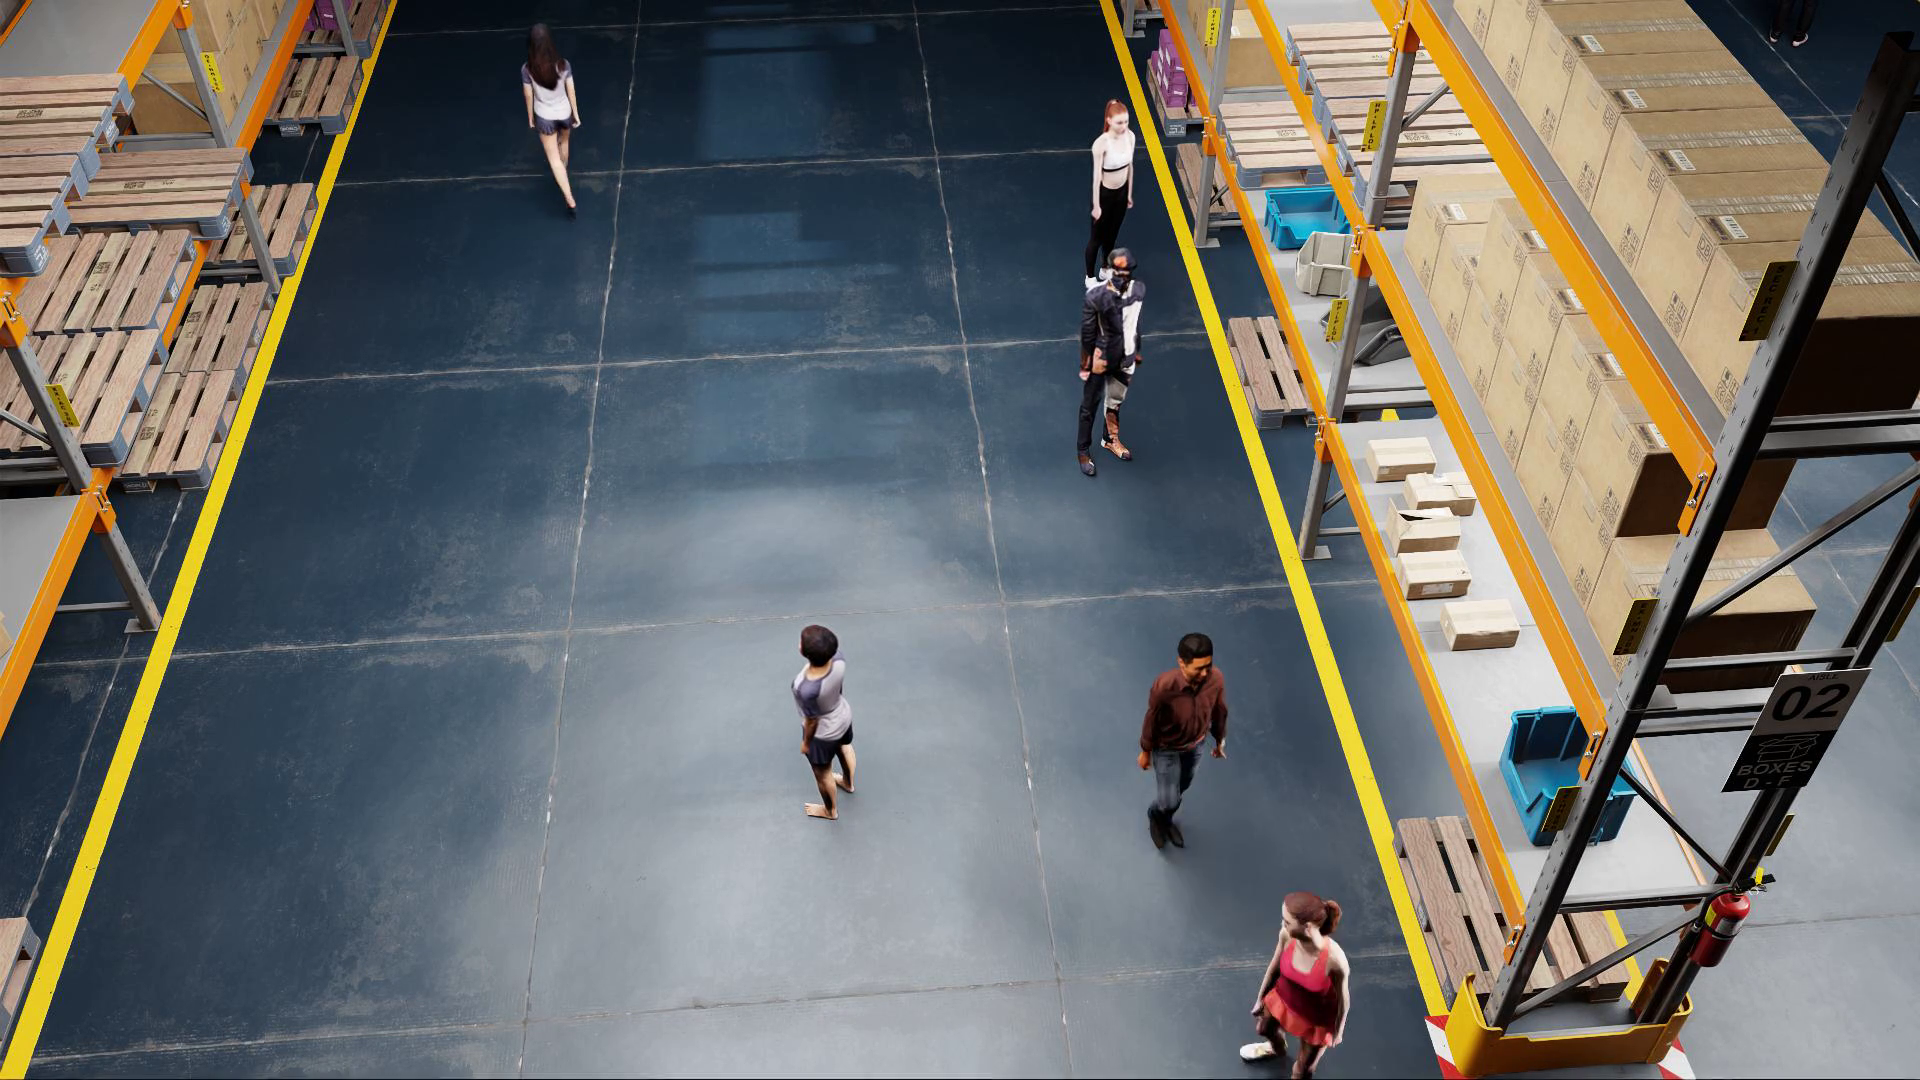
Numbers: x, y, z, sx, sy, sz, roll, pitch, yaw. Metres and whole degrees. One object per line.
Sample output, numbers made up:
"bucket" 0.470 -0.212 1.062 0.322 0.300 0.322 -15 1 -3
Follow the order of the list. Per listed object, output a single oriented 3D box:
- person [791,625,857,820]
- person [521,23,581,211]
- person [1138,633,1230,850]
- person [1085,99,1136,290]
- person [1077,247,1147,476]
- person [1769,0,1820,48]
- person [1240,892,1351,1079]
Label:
"person" -0.796 1.066 9.841 0.711 1.565 0.623 21 48 21
"person" -3.612 -3.734 14.803 0.852 1.669 1.164 -18 47 -18
"person" 1.223 1.121 9.636 0.740 1.767 0.699 -16 46 -16
"person" 1.241 -2.848 13.822 0.663 1.740 0.672 -26 49 -24
"person" 1.094 -1.333 12.122 0.760 1.892 0.737 -20 47 -20
"person" 8.749 -5.872 17.100 0.802 1.597 0.843 22 48 22
"person" 1.751 2.377 8.348 0.796 1.725 0.856 19 47 18
